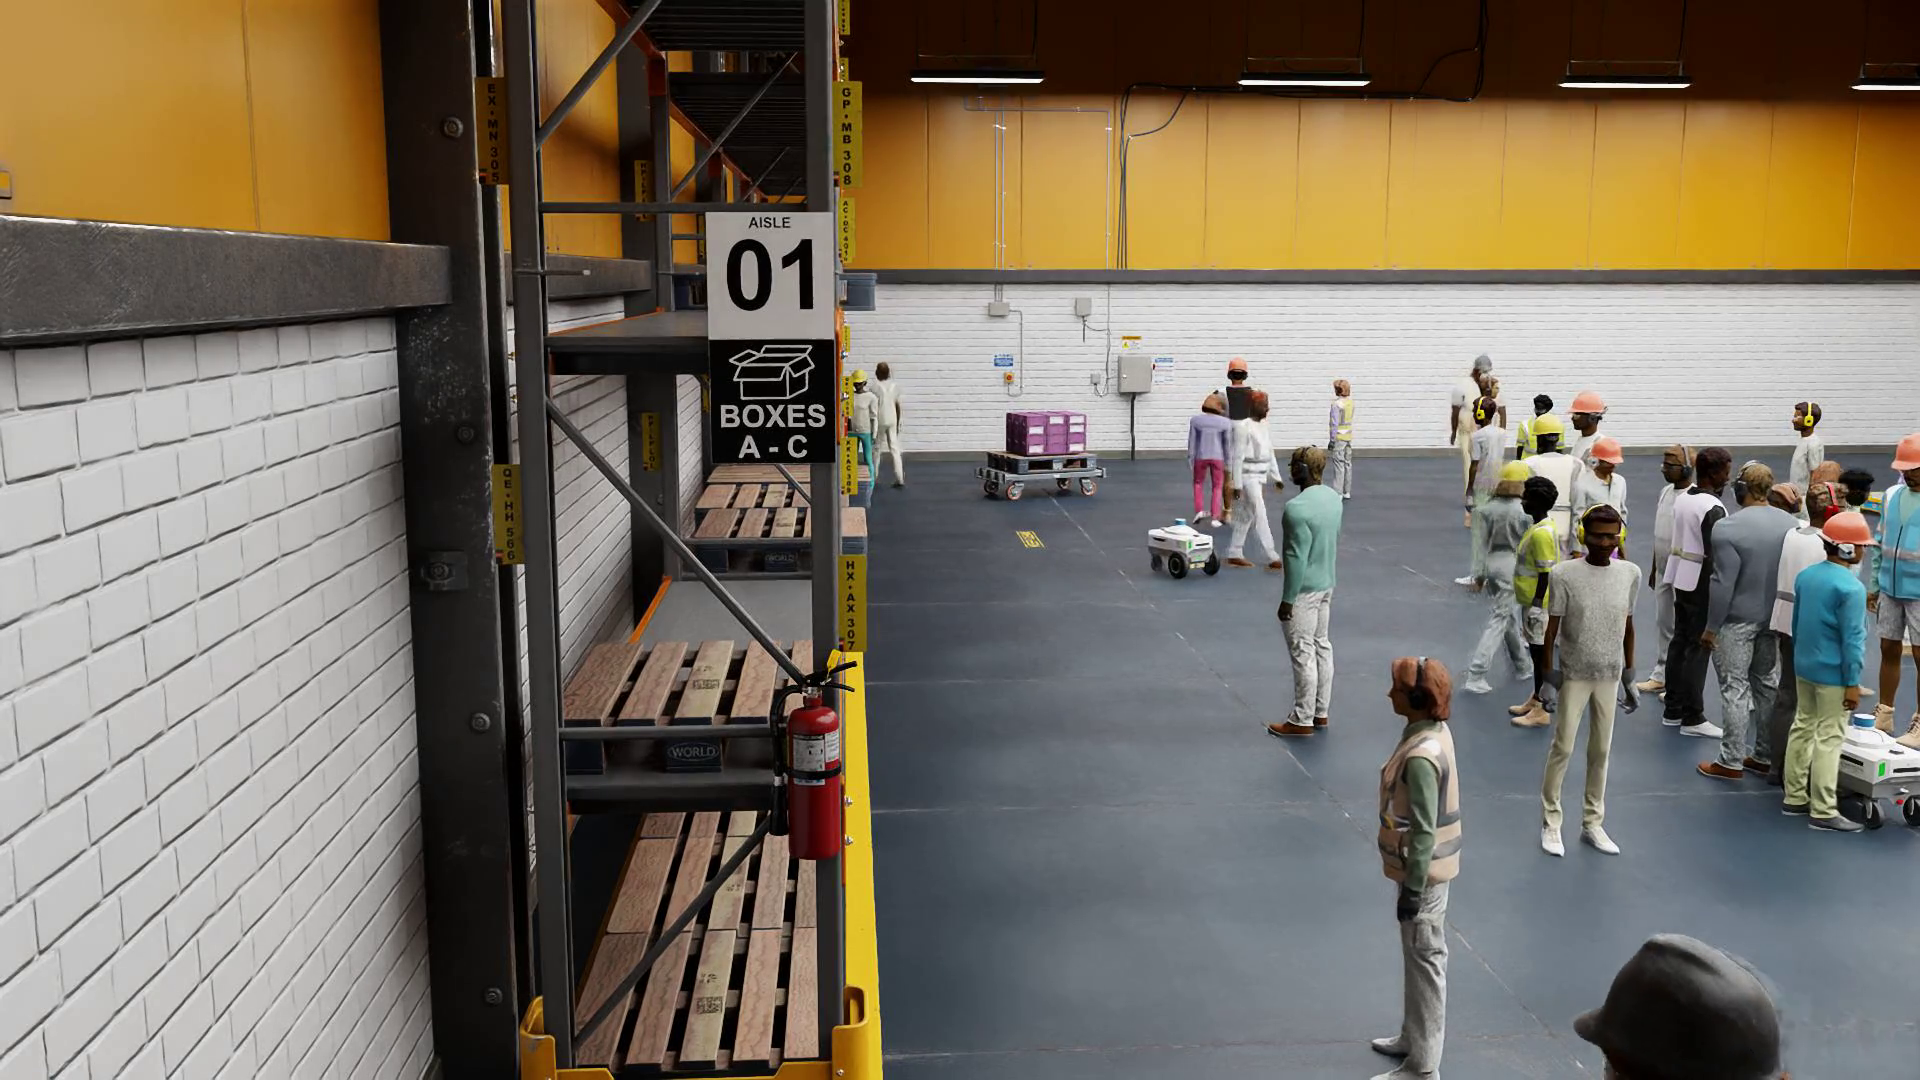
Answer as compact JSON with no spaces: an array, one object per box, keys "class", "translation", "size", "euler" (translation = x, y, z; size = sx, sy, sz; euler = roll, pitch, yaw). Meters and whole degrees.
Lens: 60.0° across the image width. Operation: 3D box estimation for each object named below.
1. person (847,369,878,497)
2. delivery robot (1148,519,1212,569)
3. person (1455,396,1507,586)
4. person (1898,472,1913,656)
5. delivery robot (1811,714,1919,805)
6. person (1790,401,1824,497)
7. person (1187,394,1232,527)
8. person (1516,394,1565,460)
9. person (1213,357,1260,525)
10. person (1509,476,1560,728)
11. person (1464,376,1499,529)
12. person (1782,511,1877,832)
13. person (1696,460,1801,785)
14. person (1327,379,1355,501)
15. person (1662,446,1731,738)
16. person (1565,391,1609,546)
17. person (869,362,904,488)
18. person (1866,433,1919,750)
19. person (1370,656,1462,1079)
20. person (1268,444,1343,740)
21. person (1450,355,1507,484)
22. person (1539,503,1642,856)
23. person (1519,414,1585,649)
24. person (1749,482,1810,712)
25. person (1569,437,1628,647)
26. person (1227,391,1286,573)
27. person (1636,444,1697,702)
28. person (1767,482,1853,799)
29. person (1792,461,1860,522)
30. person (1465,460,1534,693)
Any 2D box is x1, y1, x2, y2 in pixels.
[{"class":"person","translation":[-1.374,-1.460,22.782],"size":[0.524,1.761,0.338],"euler":[3,10,19]},{"class":"delivery robot","translation":[2.230,0.029,16.894],"size":[0.477,0.478,0.707],"euler":[-6,11,-32]},{"class":"person","translation":[5.120,-0.473,16.266],"size":[0.509,1.860,0.333],"euler":[-6,11,-34]},{"class":"person","translation":[7.697,0.045,13.099],"size":[0.429,1.837,0.624],"euler":[-5,10,-28]},{"class":"delivery robot","translation":[5.084,1.226,9.378],"size":[0.477,0.478,0.707],"euler":[-2,9,-11]},{"class":"person","translation":[7.809,-0.347,15.445],"size":[0.329,1.868,0.514],"euler":[3,10,18]},{"class":"person","translation":[3.007,-0.956,20.069],"size":[0.530,1.614,0.376],"euler":[2,9,14]},{"class":"person","translation":[6.573,-0.811,18.895],"size":[0.530,1.693,0.321],"euler":[4,10,24]},{"class":"person","translation":[3.356,-1.203,20.262],"size":[0.609,2.043,0.397],"euler":[0,9,-3]},{"class":"person","translation":[3.879,0.413,11.197],"size":[0.317,1.695,0.540],"euler":[3,9,17]},{"class":"person","translation":[6.202,-1.020,19.731],"size":[0.347,1.846,0.505],"euler":[-1,9,-6]},{"class":"person","translation":[4.802,0.710,9.156],"size":[0.342,1.751,0.564],"euler":[0,9,-2]},{"class":"person","translation":[4.710,0.497,9.948],"size":[0.635,1.926,0.354],"euler":[-3,10,-20]},{"class":"person","translation":[5.127,-1.341,22.388],"size":[0.309,1.641,0.514],"euler":[8,12,39]},{"class":"person","translation":[4.881,0.336,11.003],"size":[0.392,1.916,0.592],"euler":[0,9,0]},{"class":"person","translation":[5.358,-0.255,14.307],"size":[0.379,2.045,0.605],"euler":[0,9,2]},{"class":"person","translation":[-1.062,-1.646,23.827],"size":[0.523,1.801,0.987],"euler":[-5,10,-27]},{"class":"person","translation":[6.095,0.326,10.687],"size":[0.383,2.036,0.605],"euler":[-4,10,-21]},{"class":"person","translation":[1.706,1.236,6.207],"size":[0.314,1.642,0.514],"euler":[3,10,18]},{"class":"person","translation":[2.274,0.336,10.925],"size":[0.359,1.938,0.635],"euler":[7,11,36]},{"class":"person","translation":[6.825,-1.437,21.739],"size":[0.688,2.000,0.998],"euler":[-1,9,-4]},{"class":"person","translation":[3.298,0.728,8.696],"size":[0.533,1.864,0.312],"euler":[-1,9,-4]},{"class":"person","translation":[4.748,-0.064,13.517],"size":[0.590,1.918,0.395],"euler":[0,9,-1]},{"class":"person","translation":[5.575,0.417,11.359],"size":[0.520,1.639,0.307],"euler":[7,12,38]},{"class":"person","translation":[5.178,0.032,13.466],"size":[0.577,1.737,0.355],"euler":[-4,10,-25]},{"class":"person","translation":[3.115,-0.591,17.004],"size":[0.834,1.851,0.598],"euler":[6,11,33]},{"class":"person","translation":[5.101,0.236,11.849],"size":[0.327,1.843,0.514],"euler":[-2,9,-12]},{"class":"person","translation":[4.955,0.577,9.701],"size":[0.390,1.847,0.563],"euler":[-2,9,-11]},{"class":"person","translation":[6.555,0.211,12.666],"size":[0.500,1.634,0.286],"euler":[7,12,38]},{"class":"person","translation":[4.029,0.260,12.202],"size":[0.954,1.689,0.500],"euler":[-6,11,-32]}]
